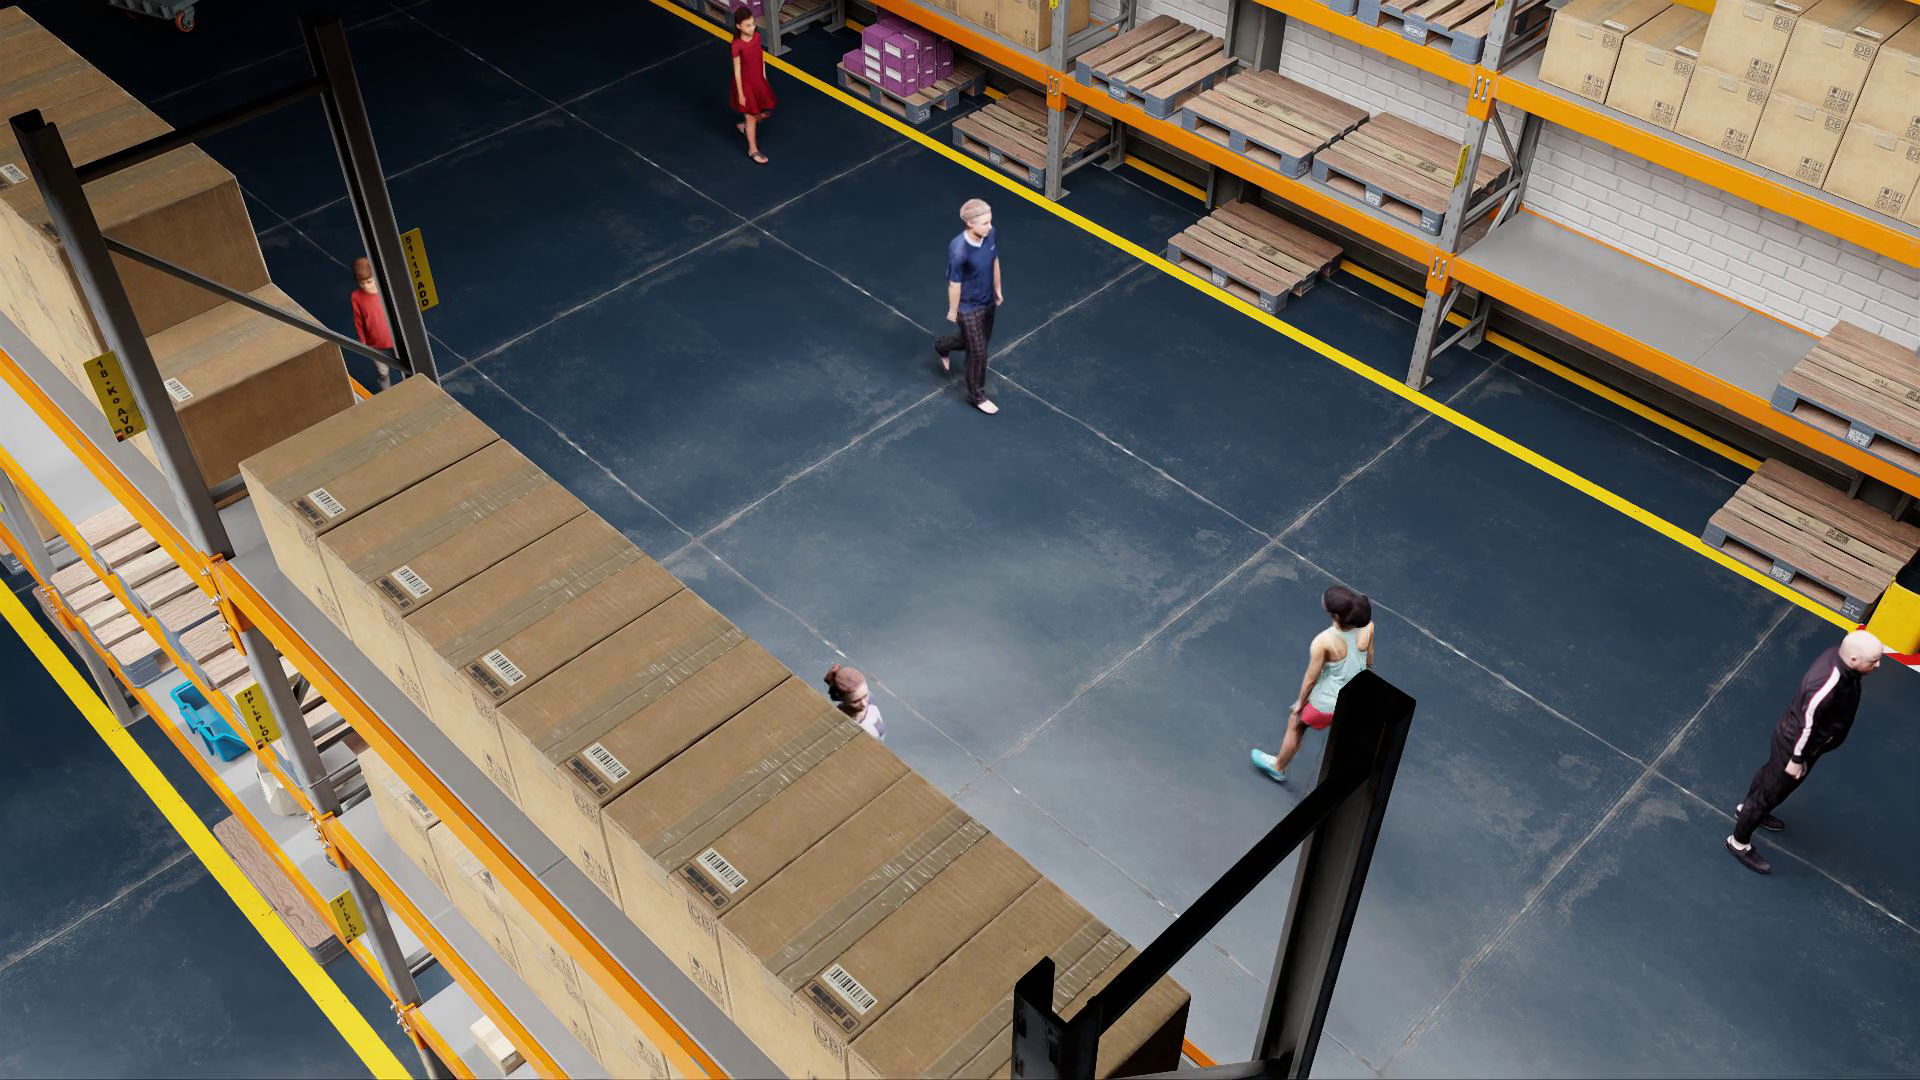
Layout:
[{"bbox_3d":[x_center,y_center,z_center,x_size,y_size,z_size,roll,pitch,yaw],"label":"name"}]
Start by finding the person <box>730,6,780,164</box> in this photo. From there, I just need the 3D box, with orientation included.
[{"bbox_3d":[-2.017,-4.297,15.598,0.764,1.540,0.597,28,50,26],"label":"person"}]

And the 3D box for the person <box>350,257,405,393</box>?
[{"bbox_3d":[-4.441,-1.573,12.828,0.580,1.417,0.579,-15,46,-15],"label":"person"}]

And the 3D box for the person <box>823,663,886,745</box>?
[{"bbox_3d":[-0.655,1.306,9.572,0.912,1.739,0.592,32,52,29],"label":"person"}]

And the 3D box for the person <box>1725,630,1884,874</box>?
[{"bbox_3d":[4.871,1.164,9.653,0.640,1.834,0.717,25,49,24],"label":"person"}]

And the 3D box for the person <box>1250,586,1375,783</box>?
[{"bbox_3d":[2.269,0.987,9.912,0.933,1.733,1.042,-6,44,-6],"label":"person"}]

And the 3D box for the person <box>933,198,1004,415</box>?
[{"bbox_3d":[0.039,-1.858,12.818,1.018,1.844,0.713,29,51,27],"label":"person"}]
